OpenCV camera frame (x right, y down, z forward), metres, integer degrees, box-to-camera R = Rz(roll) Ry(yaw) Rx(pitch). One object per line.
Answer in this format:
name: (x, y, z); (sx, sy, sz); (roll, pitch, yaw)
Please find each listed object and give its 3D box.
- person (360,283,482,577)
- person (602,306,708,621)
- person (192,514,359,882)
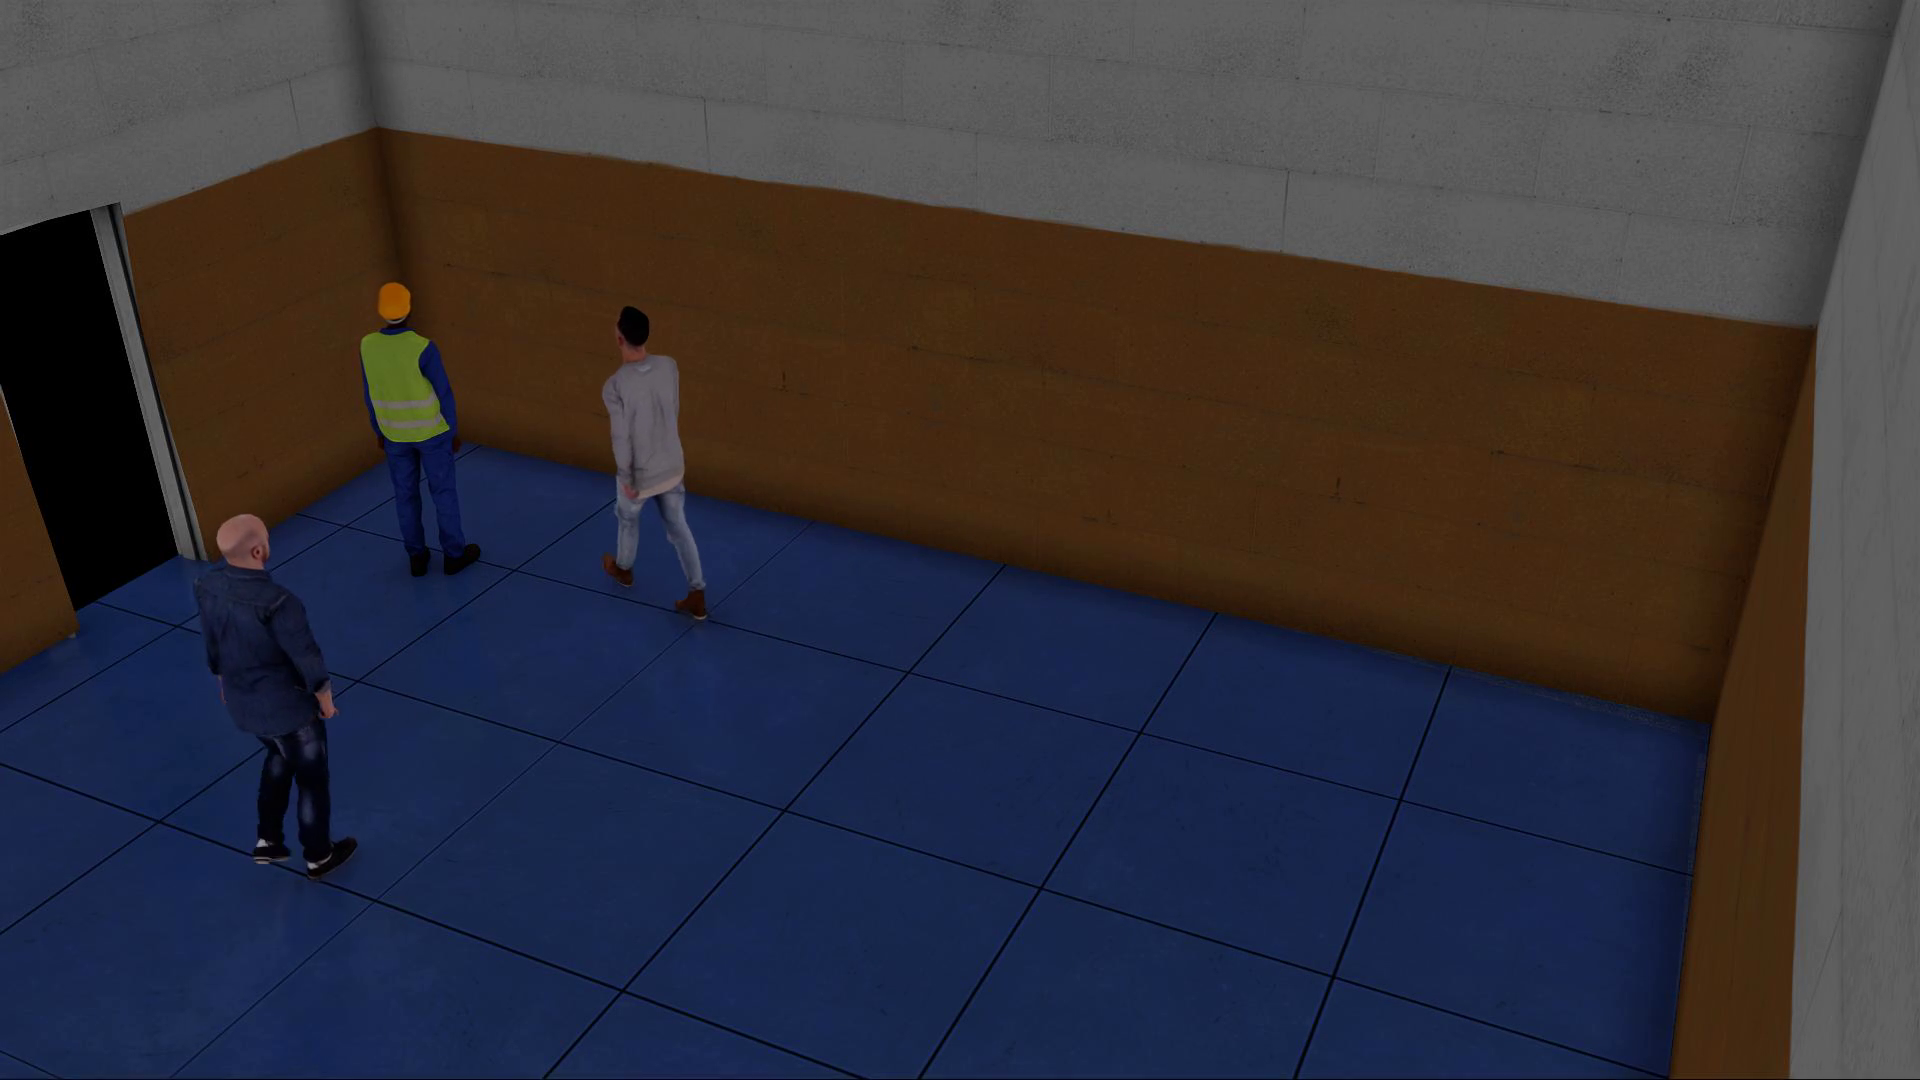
person: (-3.170, -0.639, 9.660); (0.660, 1.812, 0.807); (1, 29, 2)
person: (-1.656, -0.377, 9.195); (0.964, 1.798, 1.231); (-24, 37, -37)
person: (-2.977, 0.746, 7.123); (0.648, 1.812, 0.821); (9, 30, 16)
